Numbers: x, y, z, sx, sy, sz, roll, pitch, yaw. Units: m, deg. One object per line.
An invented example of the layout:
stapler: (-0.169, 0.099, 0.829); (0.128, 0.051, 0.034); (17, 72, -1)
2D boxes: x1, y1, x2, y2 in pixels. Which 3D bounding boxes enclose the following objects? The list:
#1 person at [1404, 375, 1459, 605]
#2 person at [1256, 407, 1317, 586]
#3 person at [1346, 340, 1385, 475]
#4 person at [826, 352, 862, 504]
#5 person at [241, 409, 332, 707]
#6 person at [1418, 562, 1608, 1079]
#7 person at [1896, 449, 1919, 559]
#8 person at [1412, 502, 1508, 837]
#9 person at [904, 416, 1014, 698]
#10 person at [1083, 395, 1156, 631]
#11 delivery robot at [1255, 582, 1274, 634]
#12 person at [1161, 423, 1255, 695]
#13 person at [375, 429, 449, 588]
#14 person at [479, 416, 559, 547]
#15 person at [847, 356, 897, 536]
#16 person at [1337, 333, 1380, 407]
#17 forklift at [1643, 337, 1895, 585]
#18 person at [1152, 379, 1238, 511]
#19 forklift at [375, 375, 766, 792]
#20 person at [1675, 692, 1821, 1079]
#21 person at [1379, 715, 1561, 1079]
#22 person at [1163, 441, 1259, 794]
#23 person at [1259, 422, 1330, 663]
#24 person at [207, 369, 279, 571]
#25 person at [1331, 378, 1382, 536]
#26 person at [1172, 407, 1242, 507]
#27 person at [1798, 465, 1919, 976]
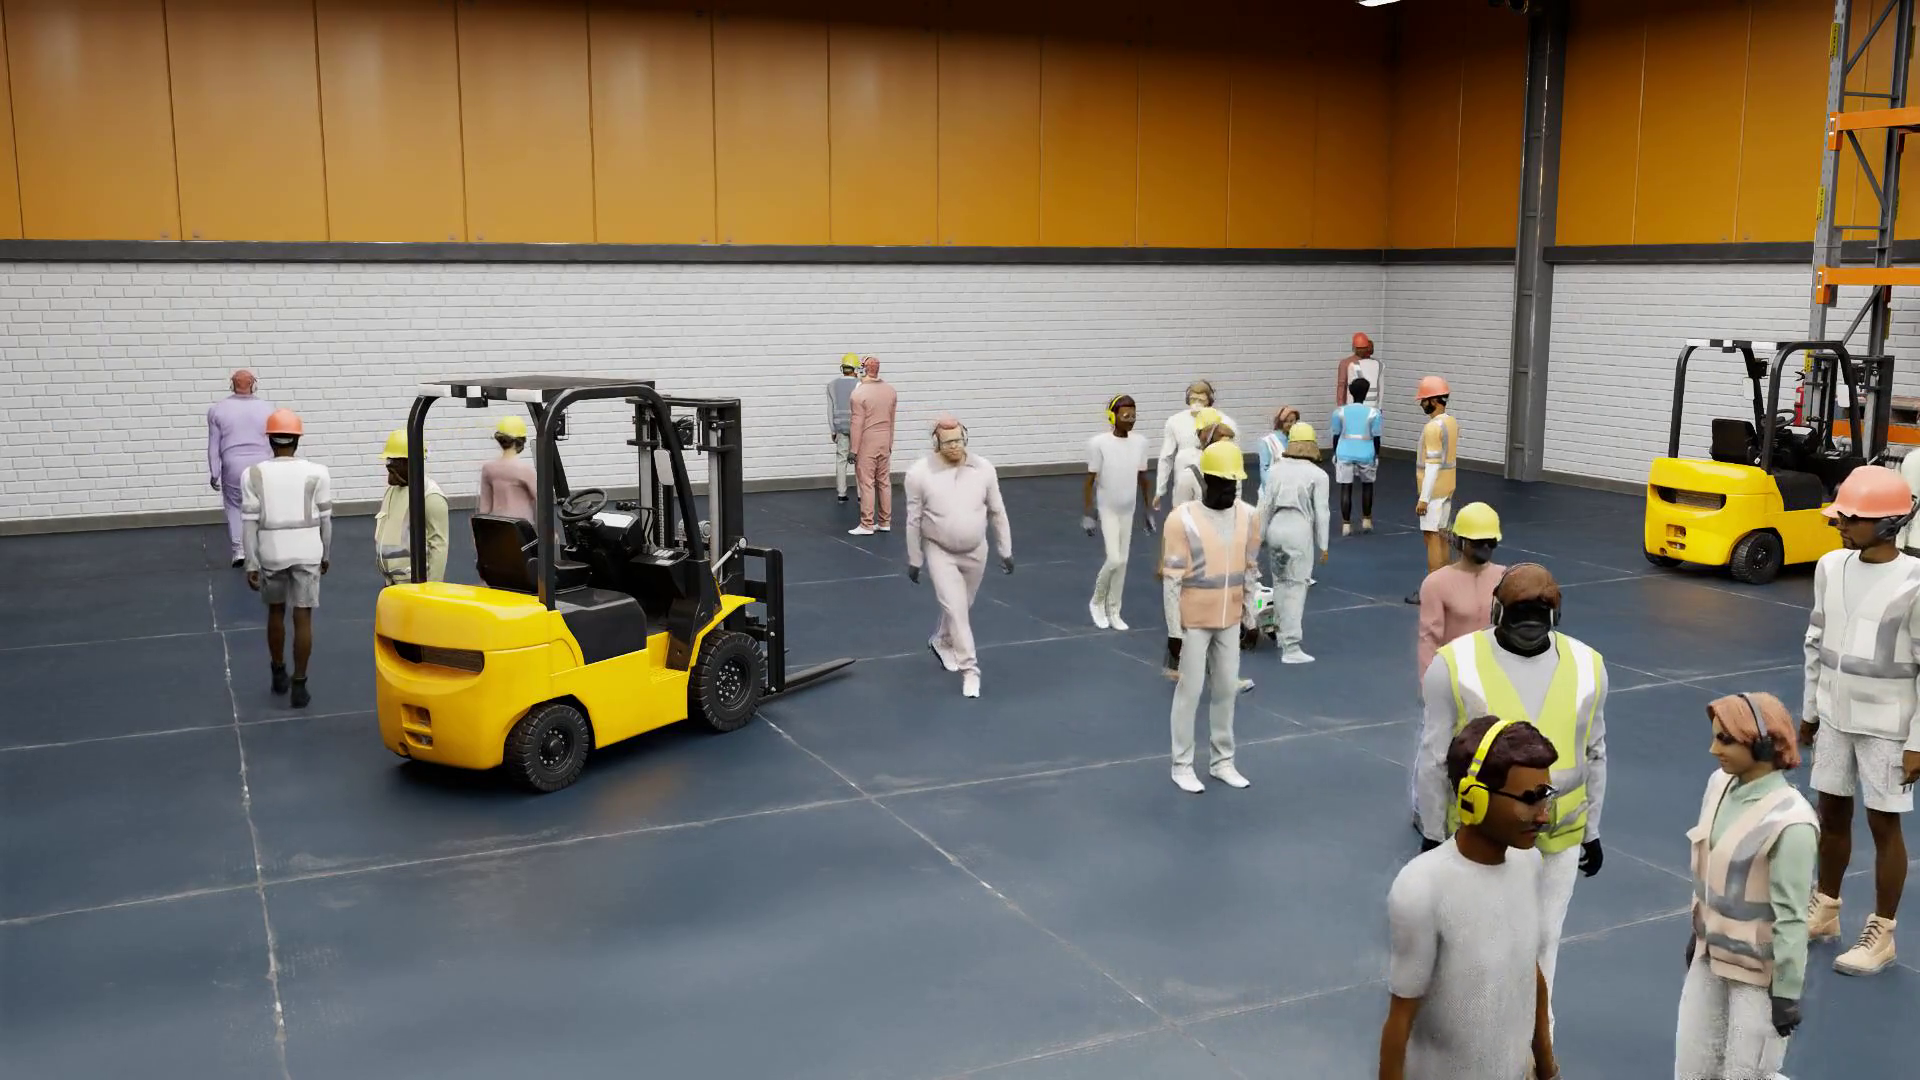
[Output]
person: (3.969, -0.414, 13.984); (0.362, 1.934, 0.543); (6, 11, 31)
person: (2.867, -0.409, 15.004); (0.517, 1.596, 0.853); (-4, 10, -25)
person: (5.565, -1.830, 22.926); (0.584, 1.882, 0.345); (-3, 10, -20)
person: (-1.303, -1.342, 20.053); (0.589, 1.833, 0.404); (3, 10, 19)
person: (-4.376, 0.094, 10.905); (0.540, 1.902, 0.812); (-2, 9, -15)
person: (1.867, 0.981, 5.616); (0.637, 1.840, 0.429); (0, 9, 1)
person: (6.505, 0.045, 11.014); (0.637, 1.969, 0.454); (-1, 9, -8)
person: (2.417, 0.674, 7.891); (0.549, 1.711, 0.921); (-2, 9, -12)
person: (-0.033, 0.067, 11.276); (0.714, 1.858, 0.966); (-3, 10, -17)
person: (1.240, -0.204, 12.940); (0.533, 1.854, 0.431); (-5, 10, -27)
delivery robot: (2.107, 0.445, 12.601); (0.477, 0.478, 0.707); (-7, 11, -40)
person: (1.692, 0.136, 10.981); (0.537, 1.799, 0.913); (-9, 13, -44)
person: (-3.401, 0.229, 10.309); (0.590, 1.833, 0.404); (8, 12, 40)
person: (-3.286, -0.064, 12.476); (0.532, 1.724, 0.900); (6, 11, 32)
person: (-0.963, -1.001, 17.710); (0.409, 1.908, 0.639); (7, 12, 39)
person: (5.492, -1.867, 22.913); (0.616, 1.964, 0.534); (-1, 9, -8)
forklift: (7.551, -0.789, 15.507); (2.313, 2.155, 1.214); (-4, 10, -25)
person: (1.956, -0.386, 13.869); (0.656, 1.909, 0.692); (6, 11, 33)
forklift: (-2.268, 0.149, 9.685); (1.214, 2.155, 2.313); (6, 11, 32)
person: (2.347, 1.224, 4.825); (0.603, 1.616, 0.524); (0, 9, -2)
person: (1.175, 1.288, 3.749); (0.547, 1.839, 0.805); (-8, 12, -40)
person: (1.357, 0.419, 8.904); (0.587, 1.910, 0.436); (-5, 10, -28)
person: (2.417, 0.006, 12.086); (0.568, 1.701, 0.688); (7, 11, 36)
person: (-6.697, -0.658, 15.650); (0.673, 1.884, 0.587); (-4, 10, -23)
person: (4.233, -0.891, 17.754); (0.538, 1.677, 0.631); (3, 10, 18)
person: (1.901, -0.144, 12.833); (0.533, 1.765, 0.324); (1, 9, 6)
person: (3.599, 0.716, 6.645); (0.395, 2.040, 0.609); (-3, 10, -19)
